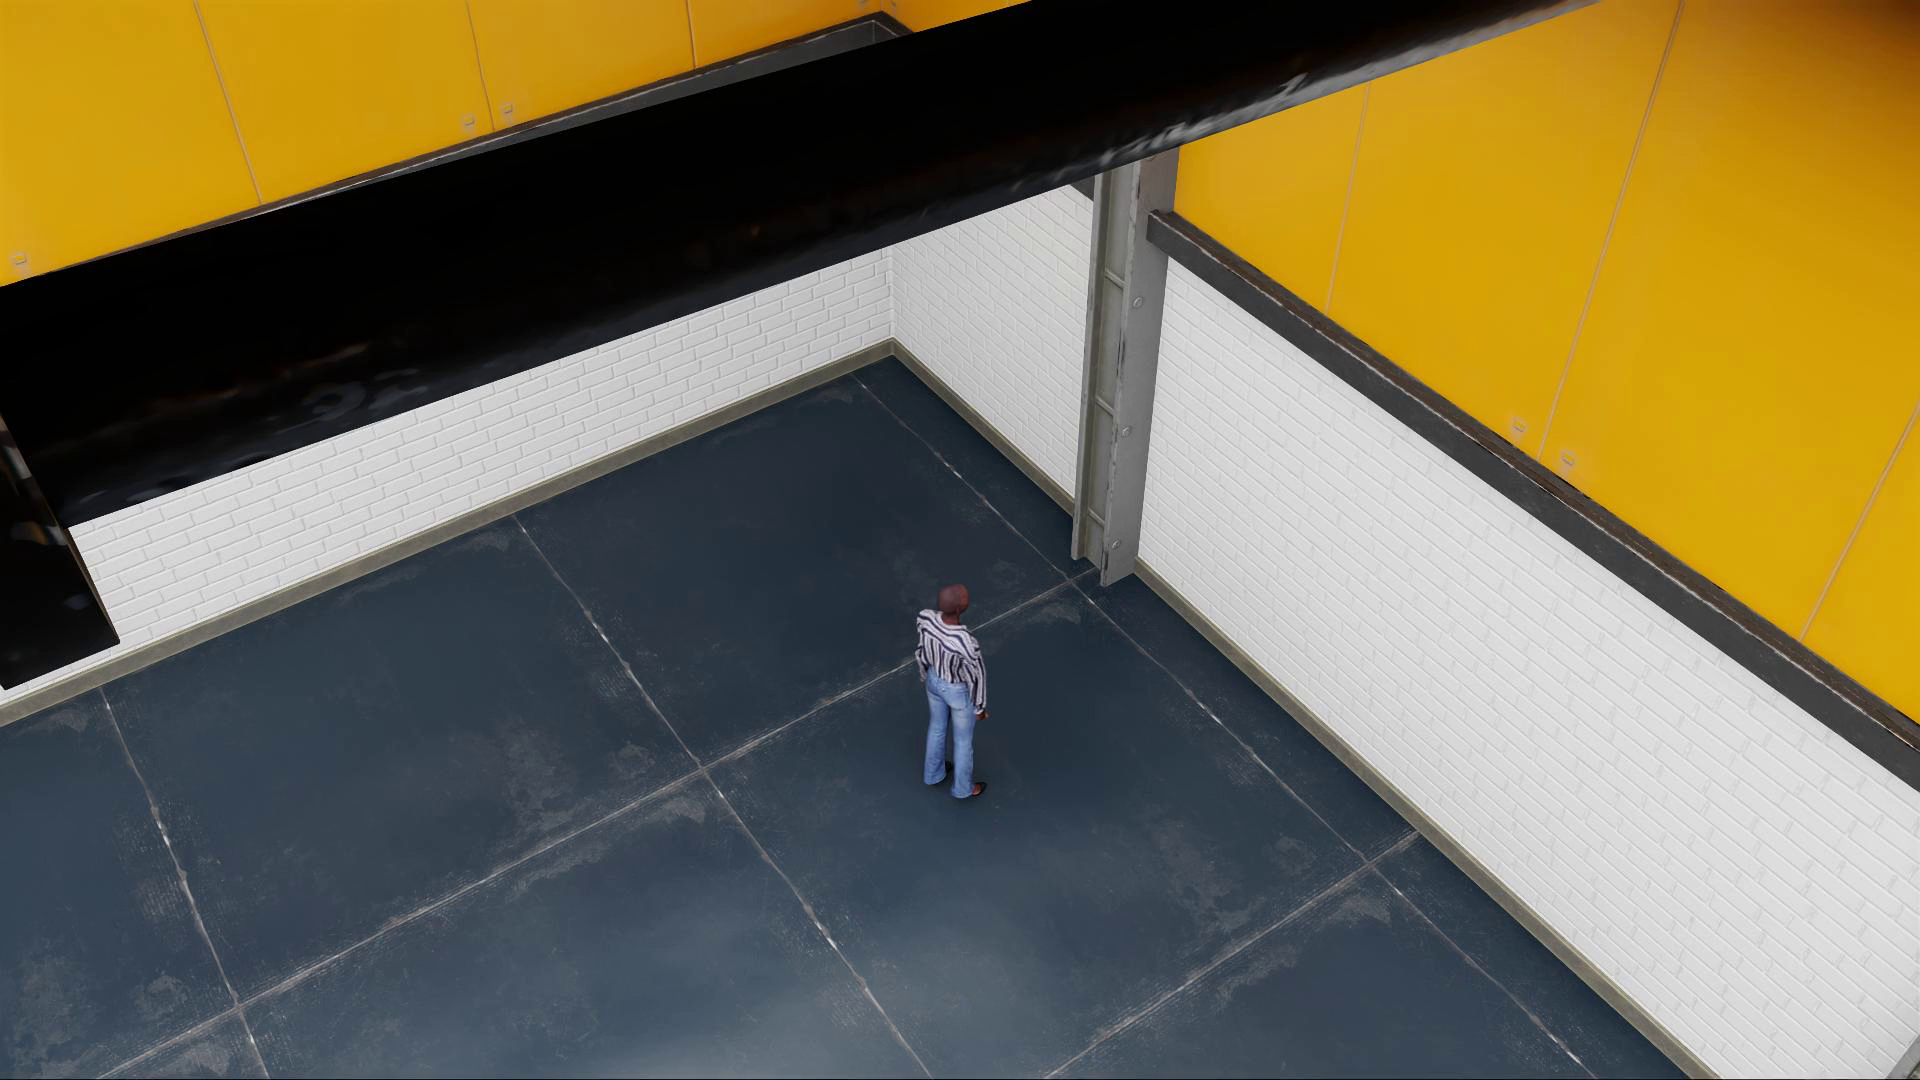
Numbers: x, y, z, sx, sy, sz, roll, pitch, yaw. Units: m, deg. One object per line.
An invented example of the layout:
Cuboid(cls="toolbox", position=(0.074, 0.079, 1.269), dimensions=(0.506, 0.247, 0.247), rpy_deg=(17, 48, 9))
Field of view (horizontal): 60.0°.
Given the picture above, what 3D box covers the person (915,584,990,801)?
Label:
Cuboid(cls="person", position=(-0.048, 0.920, 10.028), dimensions=(0.560, 1.795, 0.742), rpy_deg=(30, 51, 28))
